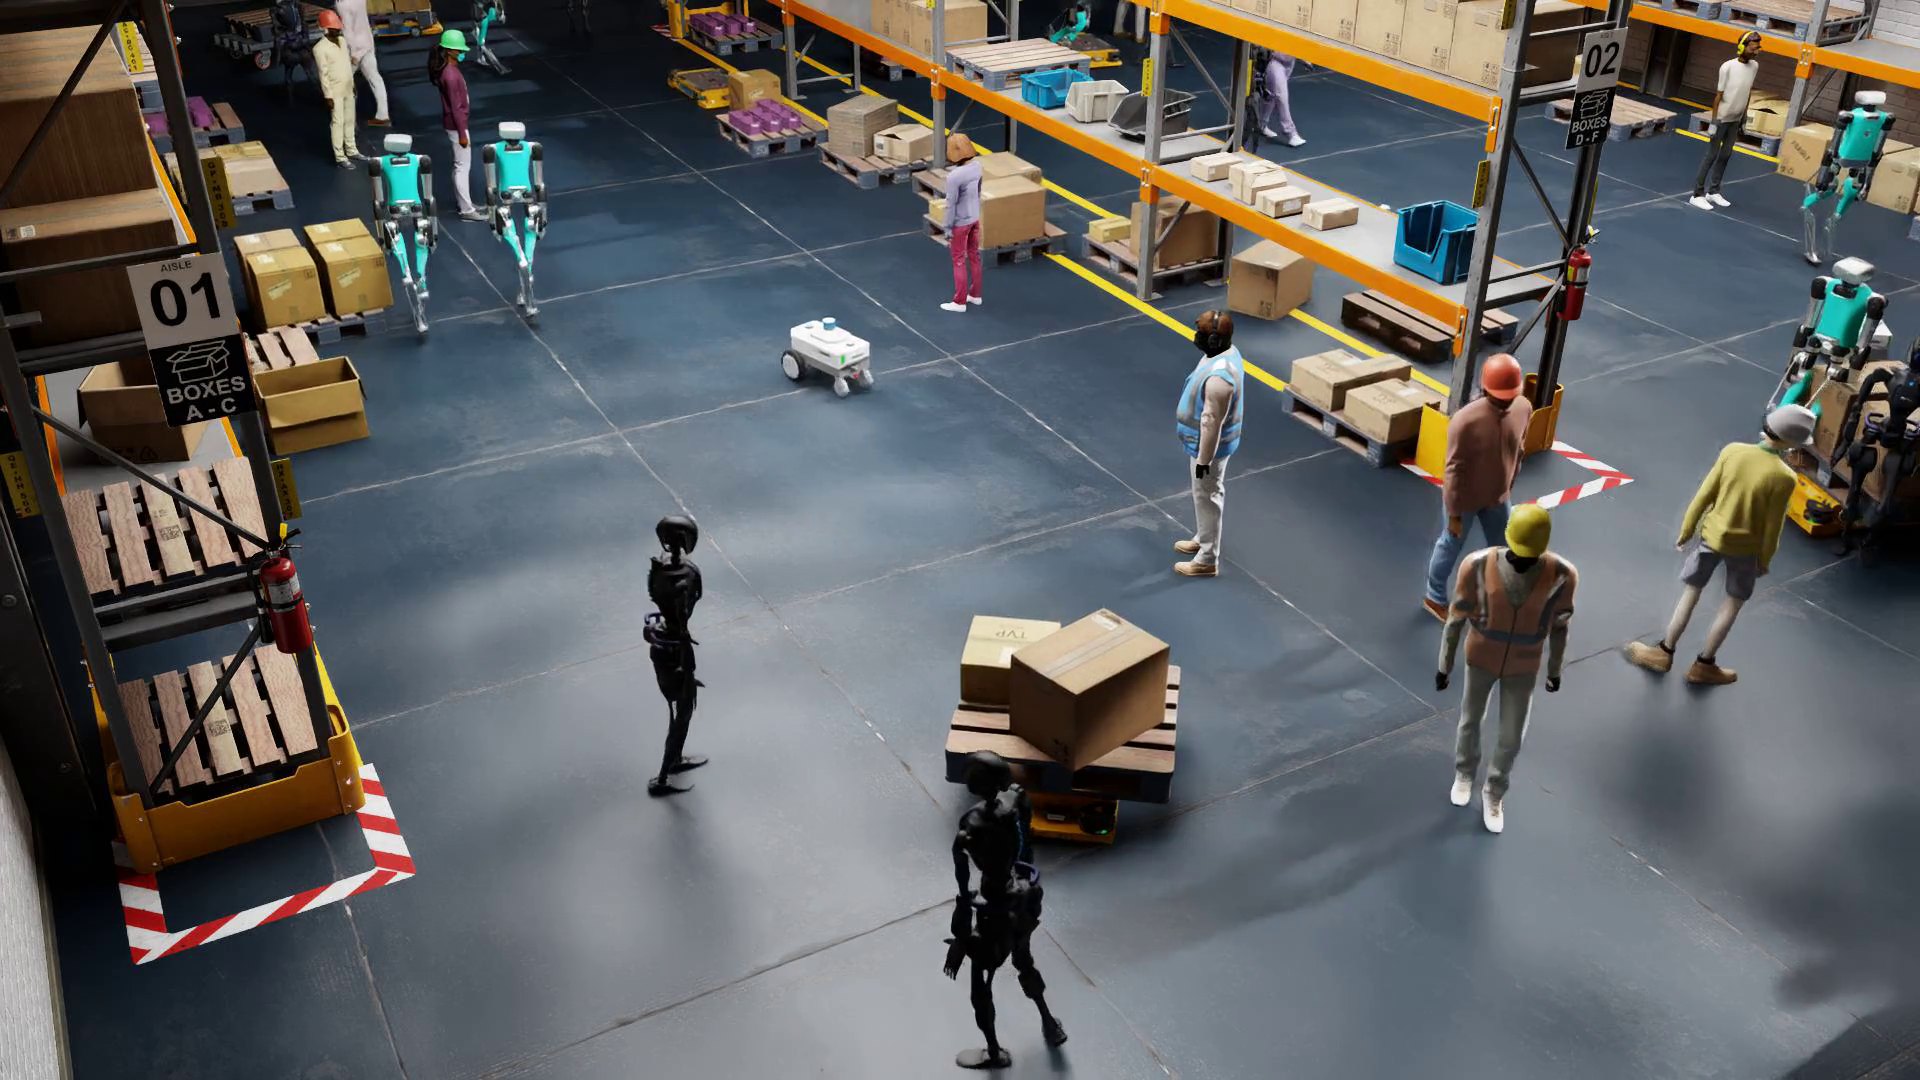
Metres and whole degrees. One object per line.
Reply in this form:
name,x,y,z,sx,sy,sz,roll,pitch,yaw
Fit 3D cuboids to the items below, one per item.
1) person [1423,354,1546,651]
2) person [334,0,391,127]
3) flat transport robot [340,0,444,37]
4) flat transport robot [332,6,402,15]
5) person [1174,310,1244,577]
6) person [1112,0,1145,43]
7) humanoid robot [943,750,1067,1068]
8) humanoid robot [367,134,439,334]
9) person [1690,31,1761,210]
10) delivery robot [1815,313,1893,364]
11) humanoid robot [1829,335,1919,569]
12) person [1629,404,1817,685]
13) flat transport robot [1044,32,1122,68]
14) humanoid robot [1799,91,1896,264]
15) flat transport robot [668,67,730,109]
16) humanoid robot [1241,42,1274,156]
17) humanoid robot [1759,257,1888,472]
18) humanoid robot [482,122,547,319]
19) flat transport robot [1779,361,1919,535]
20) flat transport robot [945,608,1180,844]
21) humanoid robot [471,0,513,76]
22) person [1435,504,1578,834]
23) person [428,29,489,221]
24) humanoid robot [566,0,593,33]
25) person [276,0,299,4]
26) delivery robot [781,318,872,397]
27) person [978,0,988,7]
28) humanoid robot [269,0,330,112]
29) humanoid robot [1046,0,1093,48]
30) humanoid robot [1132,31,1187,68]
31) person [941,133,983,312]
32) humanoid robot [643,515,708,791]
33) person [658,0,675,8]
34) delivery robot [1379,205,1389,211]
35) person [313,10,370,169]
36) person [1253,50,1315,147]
person,3.241,-0.200,10.078,0.626,1.941,0.984,-12,32,-20
person,-7.403,-5.953,20.126,0.814,1.907,0.625,5,30,9
flat transport robot,-8.441,-7.607,24.652,1.431,0.231,0.659,-12,32,-19
flat transport robot,-8.911,-7.886,25.137,0.659,0.231,1.431,-23,37,-34
person,1.630,-0.641,10.960,0.429,1.837,0.628,5,30,9
person,2.506,-8.150,24.014,0.406,1.837,0.641,-17,34,-27
humanoid robot,0.215,1.624,7.178,0.462,1.646,0.609,19,35,30
humanoid robot,-4.771,-2.583,14.488,0.554,1.763,1.044,-11,32,-18
person,8.087,-4.410,17.496,0.497,1.861,0.330,-11,32,-19
delivery robot,7.655,-1.746,14.182,0.499,0.614,0.817,6,30,11
humanoid robot,6.141,-0.606,11.049,0.588,1.643,0.389,13,33,22
person,4.476,0.002,9.840,0.408,1.855,0.676,-26,39,-37
flat transport robot,1.708,-6.901,23.423,0.659,0.231,1.431,-9,31,-15
humanoid robot,8.414,-3.436,16.019,0.542,1.891,0.724,0,30,-1
flat transport robot,-3.263,-5.898,21.677,0.659,0.231,1.431,-15,33,-24
humanoid robot,3.371,-5.113,18.905,0.473,1.649,0.597,12,32,20
humanoid robot,6.019,-1.104,11.832,0.687,1.779,0.539,-18,35,-29
humanoid robot,-3.858,-2.751,14.770,0.566,1.765,1.028,-12,32,-19
flat transport robot,6.611,-0.310,11.949,1.431,0.231,0.659,-4,30,-6
flat transport robot,0.601,1.168,9.376,0.659,0.231,1.431,5,30,8
humanoid robot,-6.446,-7.105,22.342,1.032,1.754,0.536,22,36,33
person,2.805,0.660,8.620,0.621,1.900,0.638,8,31,14
person,-5.174,-4.274,17.174,0.436,1.942,0.489,-10,31,-16
humanoid robot,-5.685,-8.267,24.406,0.610,1.631,0.696,-11,32,-18
person,-10.083,-8.613,24.825,0.429,1.842,0.630,11,32,18
delivery robot,-1.095,-1.555,13.840,0.499,0.606,0.794,-26,39,-38
person,0.068,-9.221,25.901,0.714,1.815,0.572,9,31,15
humanoid robot,-8.272,-6.132,20.722,0.765,1.635,0.612,12,32,20
humanoid robot,1.442,-6.921,21.988,0.726,1.783,0.551,19,35,29
humanoid robot,2.763,-7.273,22.718,0.759,1.616,0.603,4,30,7
person,0.024,-2.862,15.028,0.288,1.629,0.498,20,35,30
humanoid robot,-1.566,0.605,8.960,0.430,1.639,0.589,-10,31,-16
person,-4.655,-9.196,25.937,0.576,1.749,0.368,-3,30,-5
delivery robot,4.117,-2.993,16.330,0.499,0.592,0.771,-10,31,-17
person,-6.988,-5.090,18.794,0.360,1.745,0.575,6,30,11
person,3.847,-5.571,19.510,0.776,1.848,0.957,-23,37,-34
